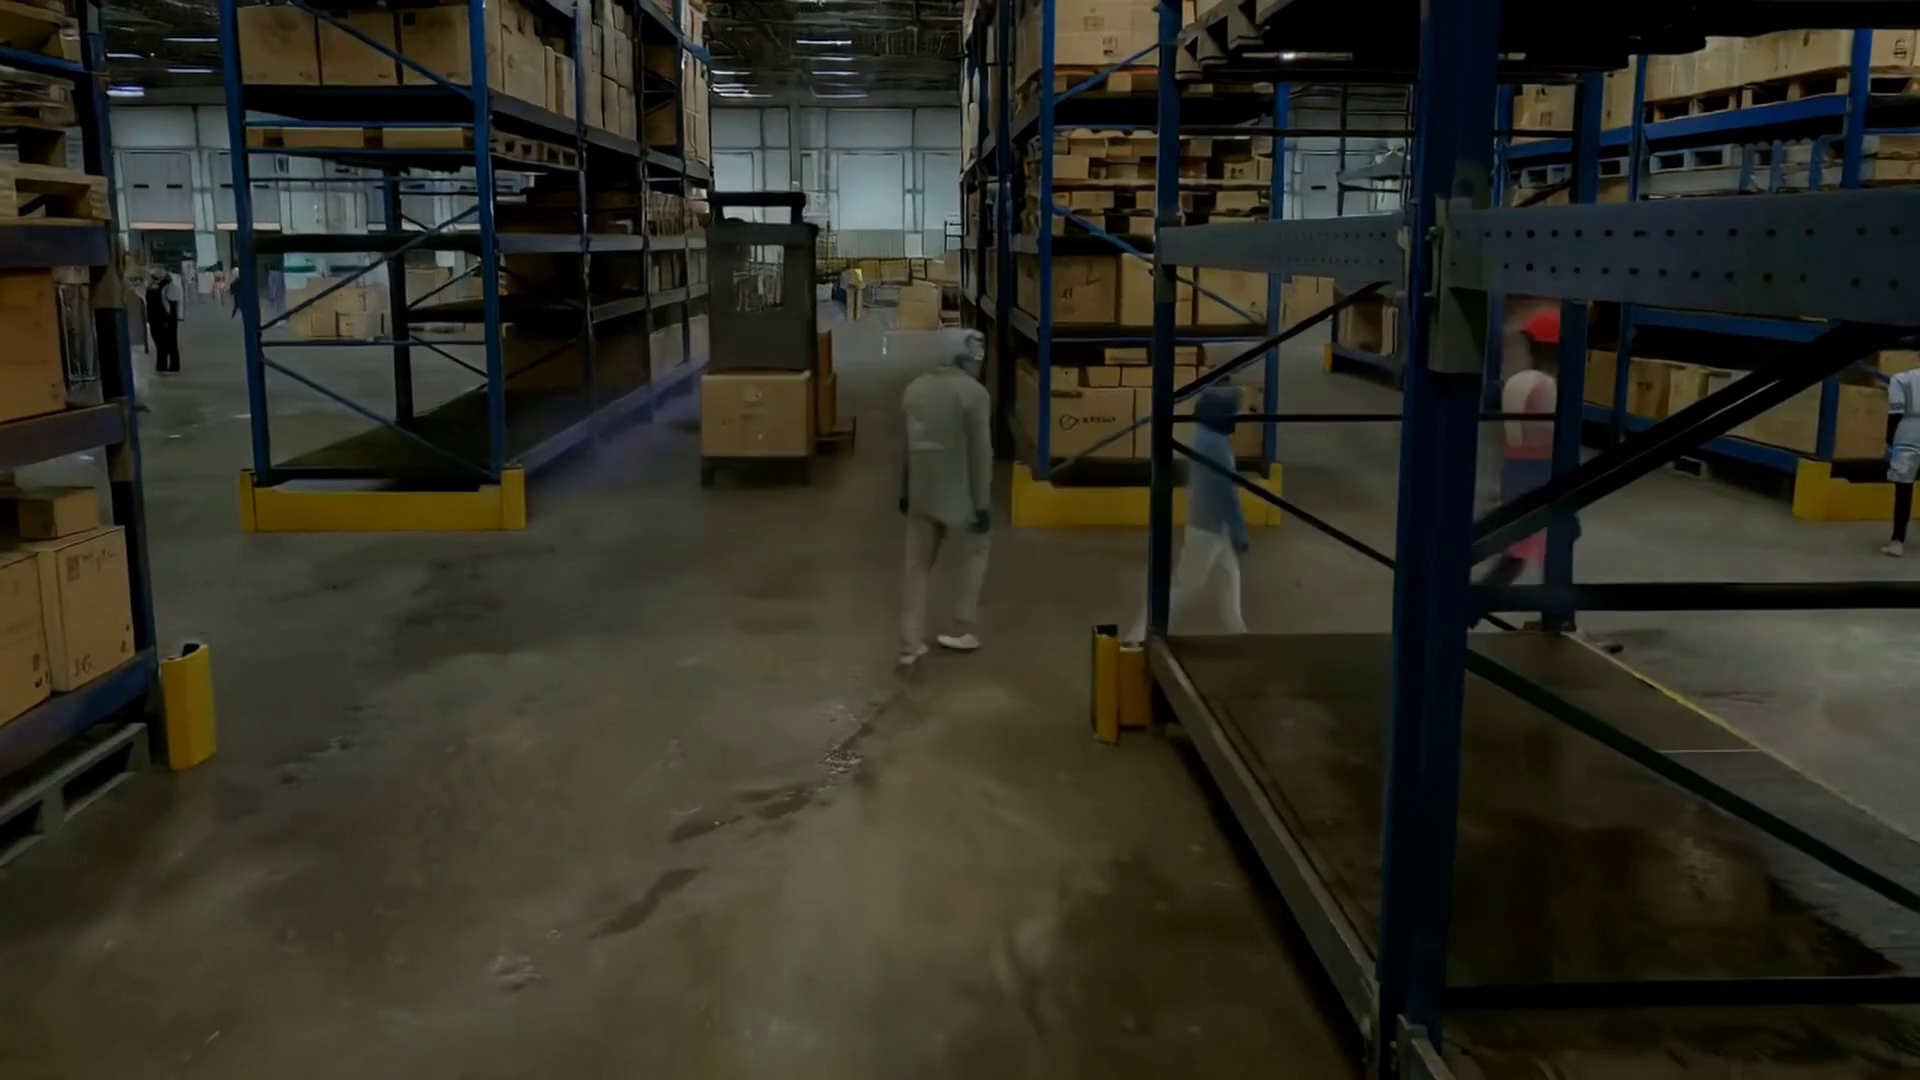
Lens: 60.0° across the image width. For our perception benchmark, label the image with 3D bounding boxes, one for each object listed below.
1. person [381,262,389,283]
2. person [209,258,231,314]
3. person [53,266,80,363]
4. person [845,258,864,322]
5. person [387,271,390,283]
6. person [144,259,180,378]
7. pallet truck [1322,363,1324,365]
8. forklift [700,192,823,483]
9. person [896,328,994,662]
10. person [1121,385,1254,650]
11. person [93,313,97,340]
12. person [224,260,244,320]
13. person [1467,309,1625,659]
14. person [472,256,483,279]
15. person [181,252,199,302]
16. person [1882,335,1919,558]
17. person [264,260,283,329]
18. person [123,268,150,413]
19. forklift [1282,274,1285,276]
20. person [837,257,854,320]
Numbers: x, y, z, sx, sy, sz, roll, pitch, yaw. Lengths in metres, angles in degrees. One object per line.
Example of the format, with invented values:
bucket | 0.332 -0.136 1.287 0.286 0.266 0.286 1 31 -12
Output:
person | -21.550 -9.864 62.797 0.768 1.895 0.596 9 13 41
person | -24.066 -8.273 54.163 0.628 1.829 0.453 -10 14 -43
person | -17.354 -4.399 32.251 0.547 1.939 0.376 0 10 -1
person | -3.087 -7.288 48.535 0.574 1.876 0.355 -4 11 -22
person | -18.746 -8.397 55.227 0.321 1.691 0.535 10 14 43
person | -13.830 -3.824 28.762 0.684 2.000 0.538 6 12 29
pallet truck | 7.712 -4.157 30.737 1.885 1.965 0.823 3 11 16
forklift | -1.981 -2.045 16.512 1.129 2.768 1.873 0 10 -2
person | -0.064 -0.251 9.338 0.742 1.858 0.709 8 13 37
person | 1.310 -0.066 9.109 0.883 1.583 0.490 -1 10 -5
person | -12.350 -2.799 24.303 0.506 1.593 0.821 -1 10 -4
person | -21.872 -7.549 50.204 0.962 1.795 0.535 5 11 27
person | 3.147 -0.264 9.094 1.067 1.990 0.631 0 10 -1
person | -16.741 -9.014 57.963 0.370 1.940 0.631 -10 14 -43
person | -29.723 -10.121 64.138 0.633 1.934 0.620 7 13 36
person | 7.118 -0.699 12.308 0.530 1.697 0.321 3 11 16
person | -18.365 -6.550 44.466 0.449 1.851 0.552 -9 13 -40
person | -11.366 -2.702 22.636 0.375 1.997 0.612 9 13 41
forklift | 12.135 -10.836 65.485 1.129 2.768 1.873 0 10 -2
person | -3.487 -7.642 50.491 0.584 1.882 0.972 -8 13 -39
